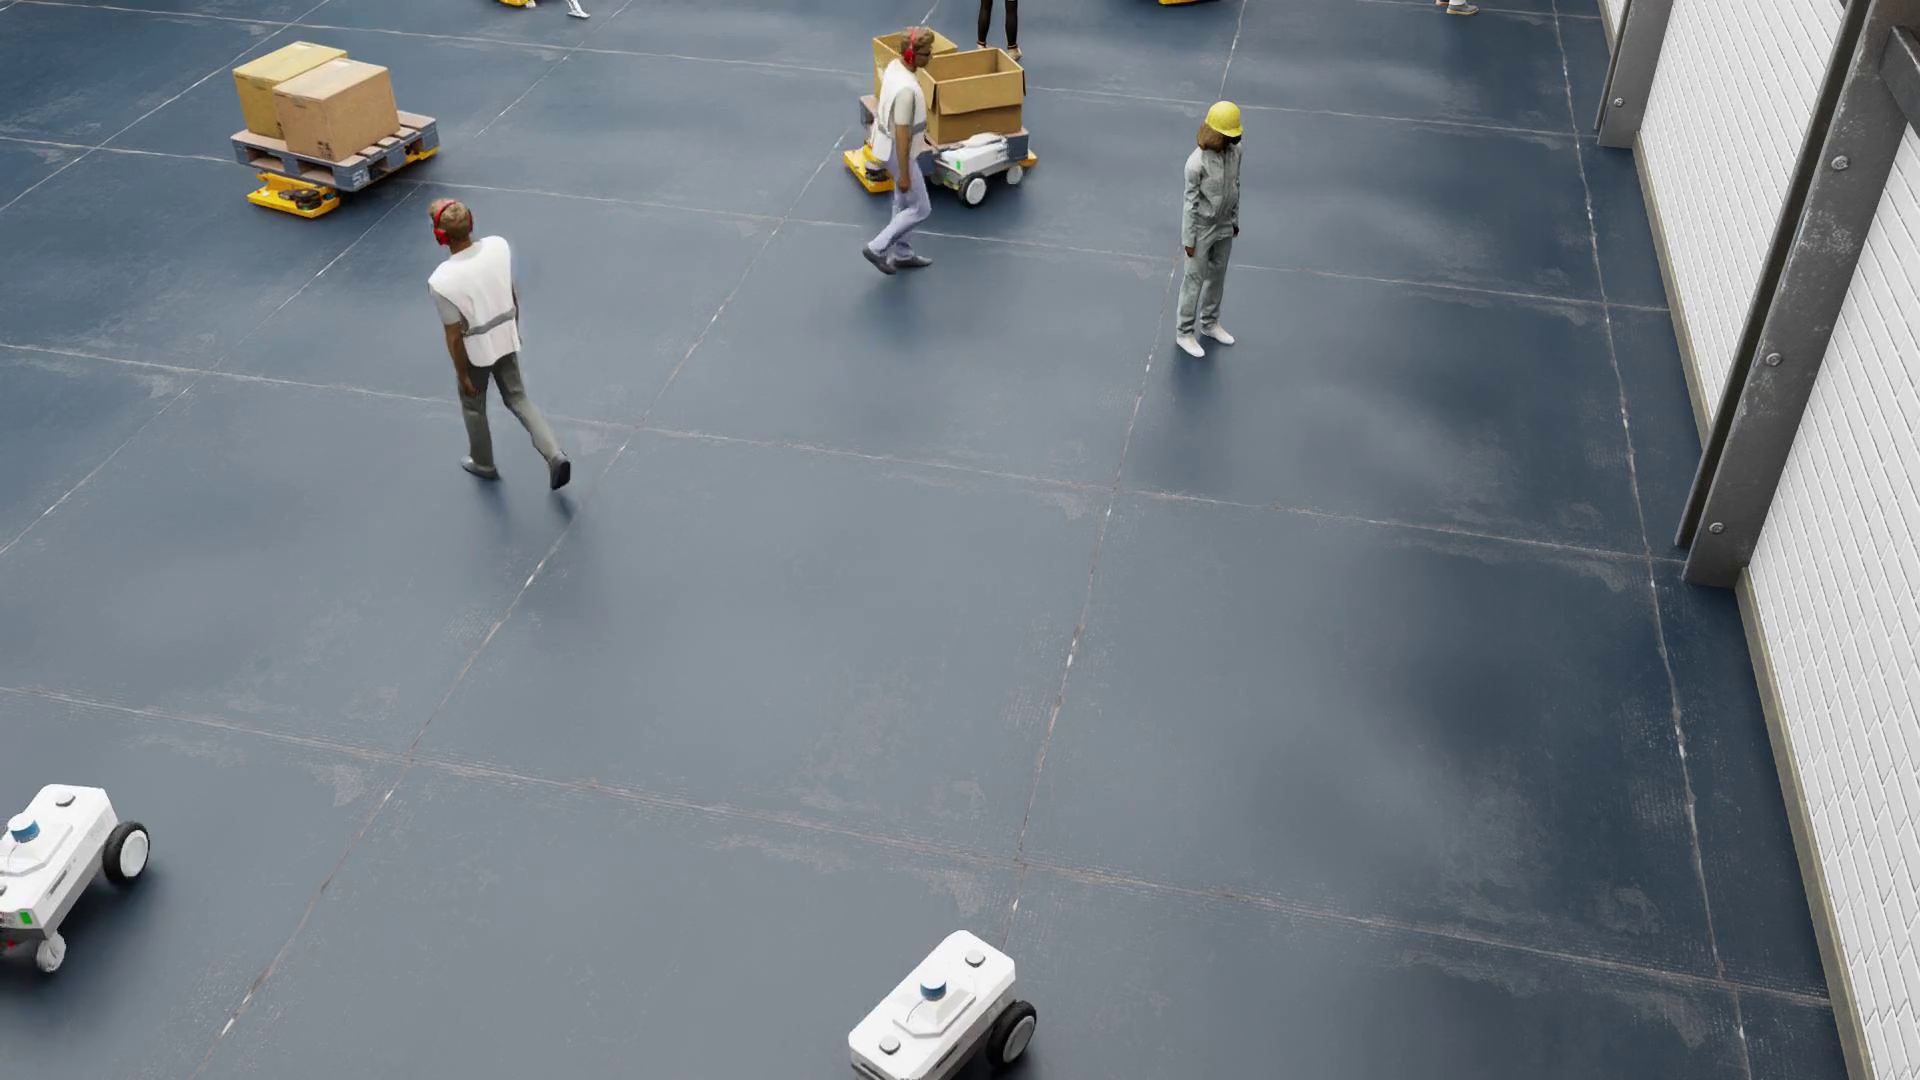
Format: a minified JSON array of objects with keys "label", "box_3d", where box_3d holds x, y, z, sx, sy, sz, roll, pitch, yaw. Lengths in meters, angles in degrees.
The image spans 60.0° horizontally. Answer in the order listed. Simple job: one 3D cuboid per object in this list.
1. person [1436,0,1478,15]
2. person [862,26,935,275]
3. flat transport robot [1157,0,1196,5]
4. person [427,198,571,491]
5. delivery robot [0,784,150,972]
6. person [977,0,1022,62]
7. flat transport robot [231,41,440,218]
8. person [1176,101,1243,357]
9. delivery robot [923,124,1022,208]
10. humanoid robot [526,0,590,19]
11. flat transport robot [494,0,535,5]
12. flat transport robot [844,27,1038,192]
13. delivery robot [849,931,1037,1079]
[{"label":"person","box_3d":[4.891,-6.016,15.923,0.356,1.882,0.573,-5,37,-7]},{"label":"person","box_3d":[-0.399,-2.650,11.466,0.468,1.818,0.608,-3,37,-3]},{"label":"flat transport robot","box_3d":[2.076,-5.811,16.994,0.659,0.231,1.431,-12,39,-16]},{"label":"person","box_3d":[-2.632,-1.059,9.344,0.763,1.815,0.576,24,43,29]},{"label":"delivery robot","box_3d":[-3.905,1.399,7.103,0.499,0.589,0.784,4,37,5]},{"label":"person","box_3d":[0.371,-5.156,14.933,0.534,1.689,0.322,12,38,16]},{"label":"flat transport robot","box_3d":[-4.881,-2.958,13.177,0.659,0.231,1.431,17,40,21]},{"label":"person","box_3d":[1.617,-1.991,10.662,0.486,1.728,0.319,-29,45,-33]},{"label":"delivery robot","box_3d":[0.128,-2.974,12.950,0.774,0.583,0.499,-29,46,-33]},{"label":"humanoid robot","box_3d":[-4.026,-5.896,15.923,0.917,1.805,0.545,27,44,31]},{"label":"flat transport robot","box_3d":[-4.698,-5.727,16.882,1.431,0.231,0.659,24,43,28]},{"label":"flat transport robot","box_3d":[-0.155,-3.107,13.376,1.431,0.231,0.659,-13,39,-17]},{"label":"delivery robot","box_3d":[-0.089,1.875,6.488,0.525,0.614,0.786,25,44,30]}]
